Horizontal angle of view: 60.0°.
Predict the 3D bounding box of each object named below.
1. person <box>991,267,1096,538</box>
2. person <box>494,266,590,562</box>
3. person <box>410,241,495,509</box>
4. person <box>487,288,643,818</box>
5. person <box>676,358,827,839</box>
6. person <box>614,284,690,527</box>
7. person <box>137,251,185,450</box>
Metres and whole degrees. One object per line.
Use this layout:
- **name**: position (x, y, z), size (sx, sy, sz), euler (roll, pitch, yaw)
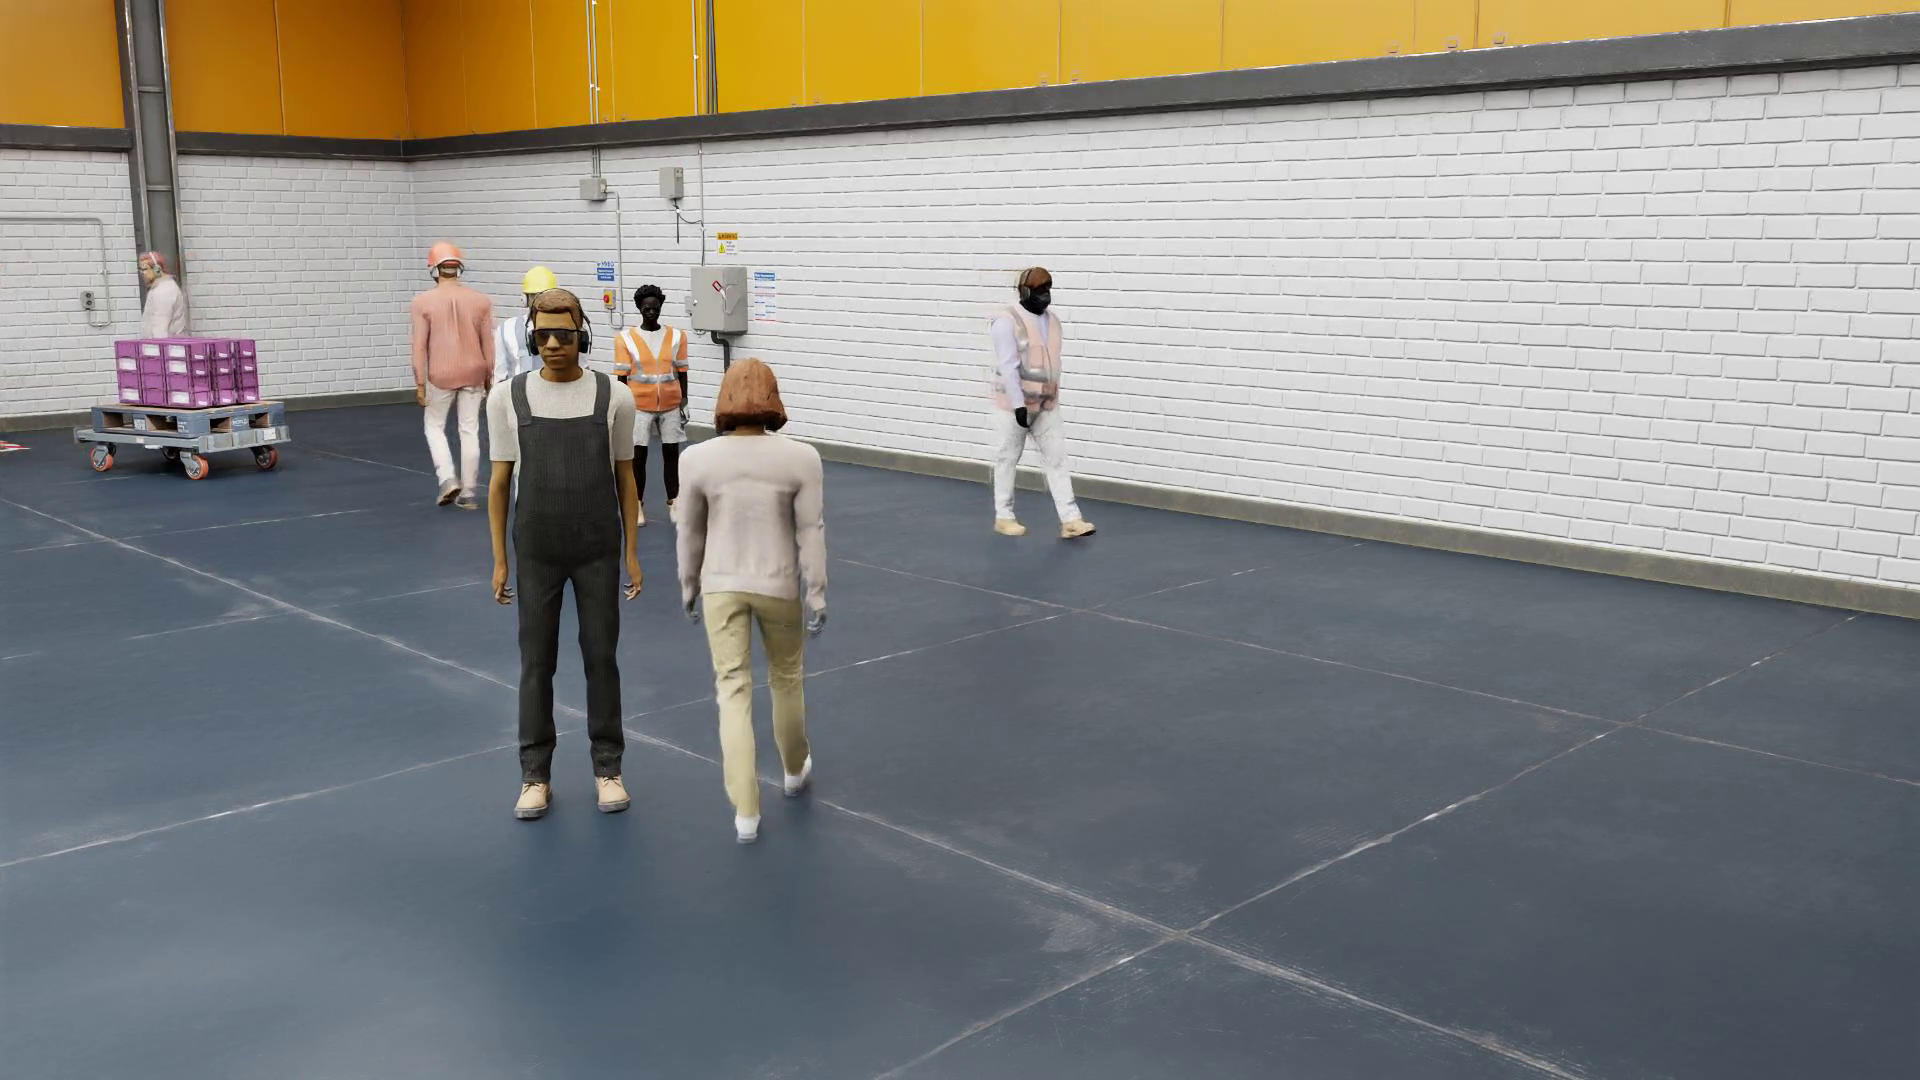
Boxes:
- **person**: position (0.540, -0.886, 11.016), size (0.626, 1.802, 0.897), euler (-8, 13, -39)
- **person**: position (-2.595, -0.781, 10.366), size (0.590, 1.836, 0.404), euler (-3, 11, -15)
- **person**: position (-3.735, -1.200, 12.276), size (0.624, 1.976, 0.424), euler (-6, 12, -31)
- **person**: position (-1.370, 0.051, 5.799), size (0.516, 1.843, 0.325), euler (-3, 11, -14)
- **person**: position (-0.720, 0.173, 5.785), size (0.512, 1.595, 0.789), euler (-1, 10, -4)
- **person**: position (-2.136, -0.930, 11.576), size (0.530, 1.689, 0.321), euler (-4, 11, -22)
- **person**: position (-7.342, -1.764, 15.614), size (0.647, 1.874, 0.679), euler (-5, 12, -26)
